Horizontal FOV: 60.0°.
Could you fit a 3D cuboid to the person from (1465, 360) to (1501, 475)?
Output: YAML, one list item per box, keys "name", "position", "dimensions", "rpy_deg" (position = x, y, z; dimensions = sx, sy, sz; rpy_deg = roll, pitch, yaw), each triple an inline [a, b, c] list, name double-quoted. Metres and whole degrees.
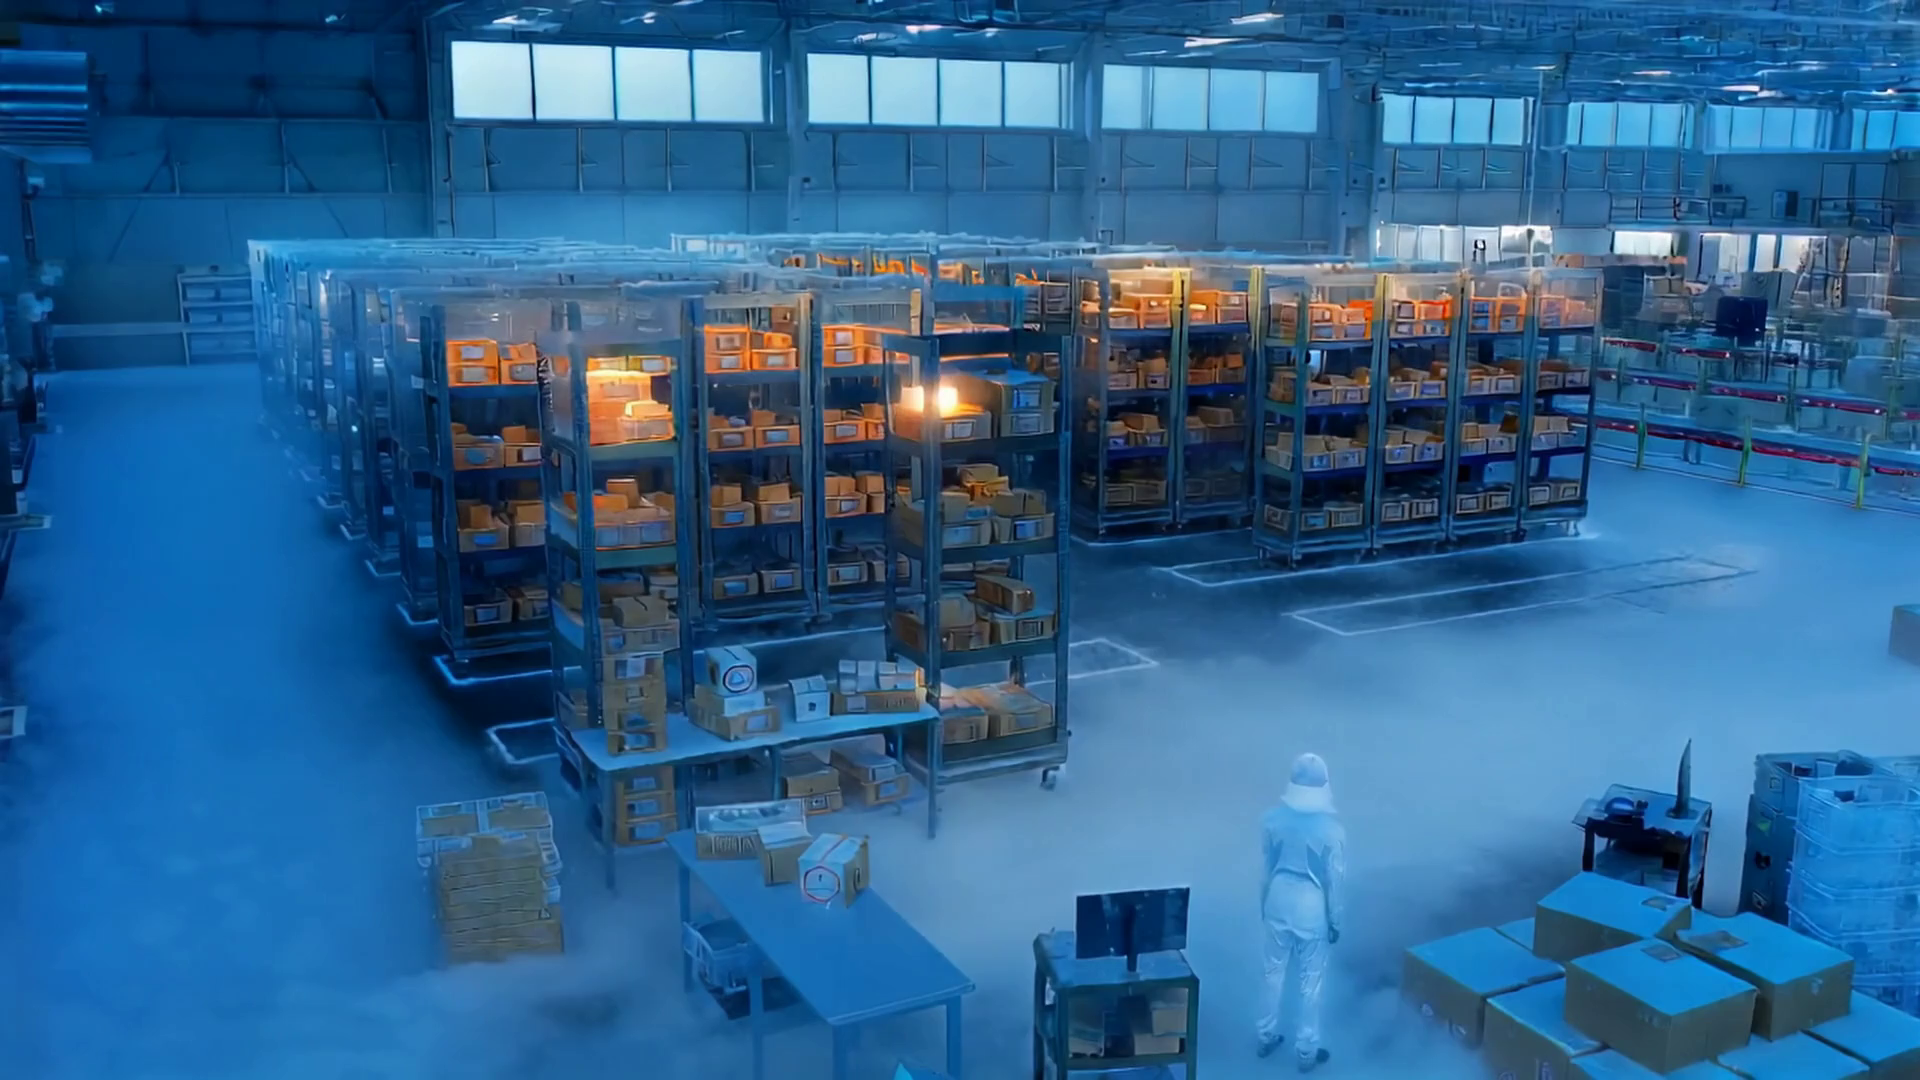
- name: "person"
  position: [8.556, -2.005, 27.201]
  dimensions: [0.639, 1.896, 0.443]
  rpy_deg: [-1, 12, -5]

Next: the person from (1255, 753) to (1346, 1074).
- name: "person"
  position: [1.829, 1.985, 8.932]
  dimensions: [0.485, 1.733, 0.357]
  rpy_deg: [8, 14, 32]

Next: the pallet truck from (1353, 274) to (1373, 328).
- name: "pallet truck"
  position: [13.011, -8.050, 55.243]
  dimensions: [0.823, 1.965, 1.885]
  rpy_deg: [-7, 14, -28]

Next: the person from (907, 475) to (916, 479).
- name: "person"
  position: [-0.991, -1.500, 25.097]
  dimensions: [0.910, 1.786, 0.614]
  rpy_deg: [-10, 16, -40]
